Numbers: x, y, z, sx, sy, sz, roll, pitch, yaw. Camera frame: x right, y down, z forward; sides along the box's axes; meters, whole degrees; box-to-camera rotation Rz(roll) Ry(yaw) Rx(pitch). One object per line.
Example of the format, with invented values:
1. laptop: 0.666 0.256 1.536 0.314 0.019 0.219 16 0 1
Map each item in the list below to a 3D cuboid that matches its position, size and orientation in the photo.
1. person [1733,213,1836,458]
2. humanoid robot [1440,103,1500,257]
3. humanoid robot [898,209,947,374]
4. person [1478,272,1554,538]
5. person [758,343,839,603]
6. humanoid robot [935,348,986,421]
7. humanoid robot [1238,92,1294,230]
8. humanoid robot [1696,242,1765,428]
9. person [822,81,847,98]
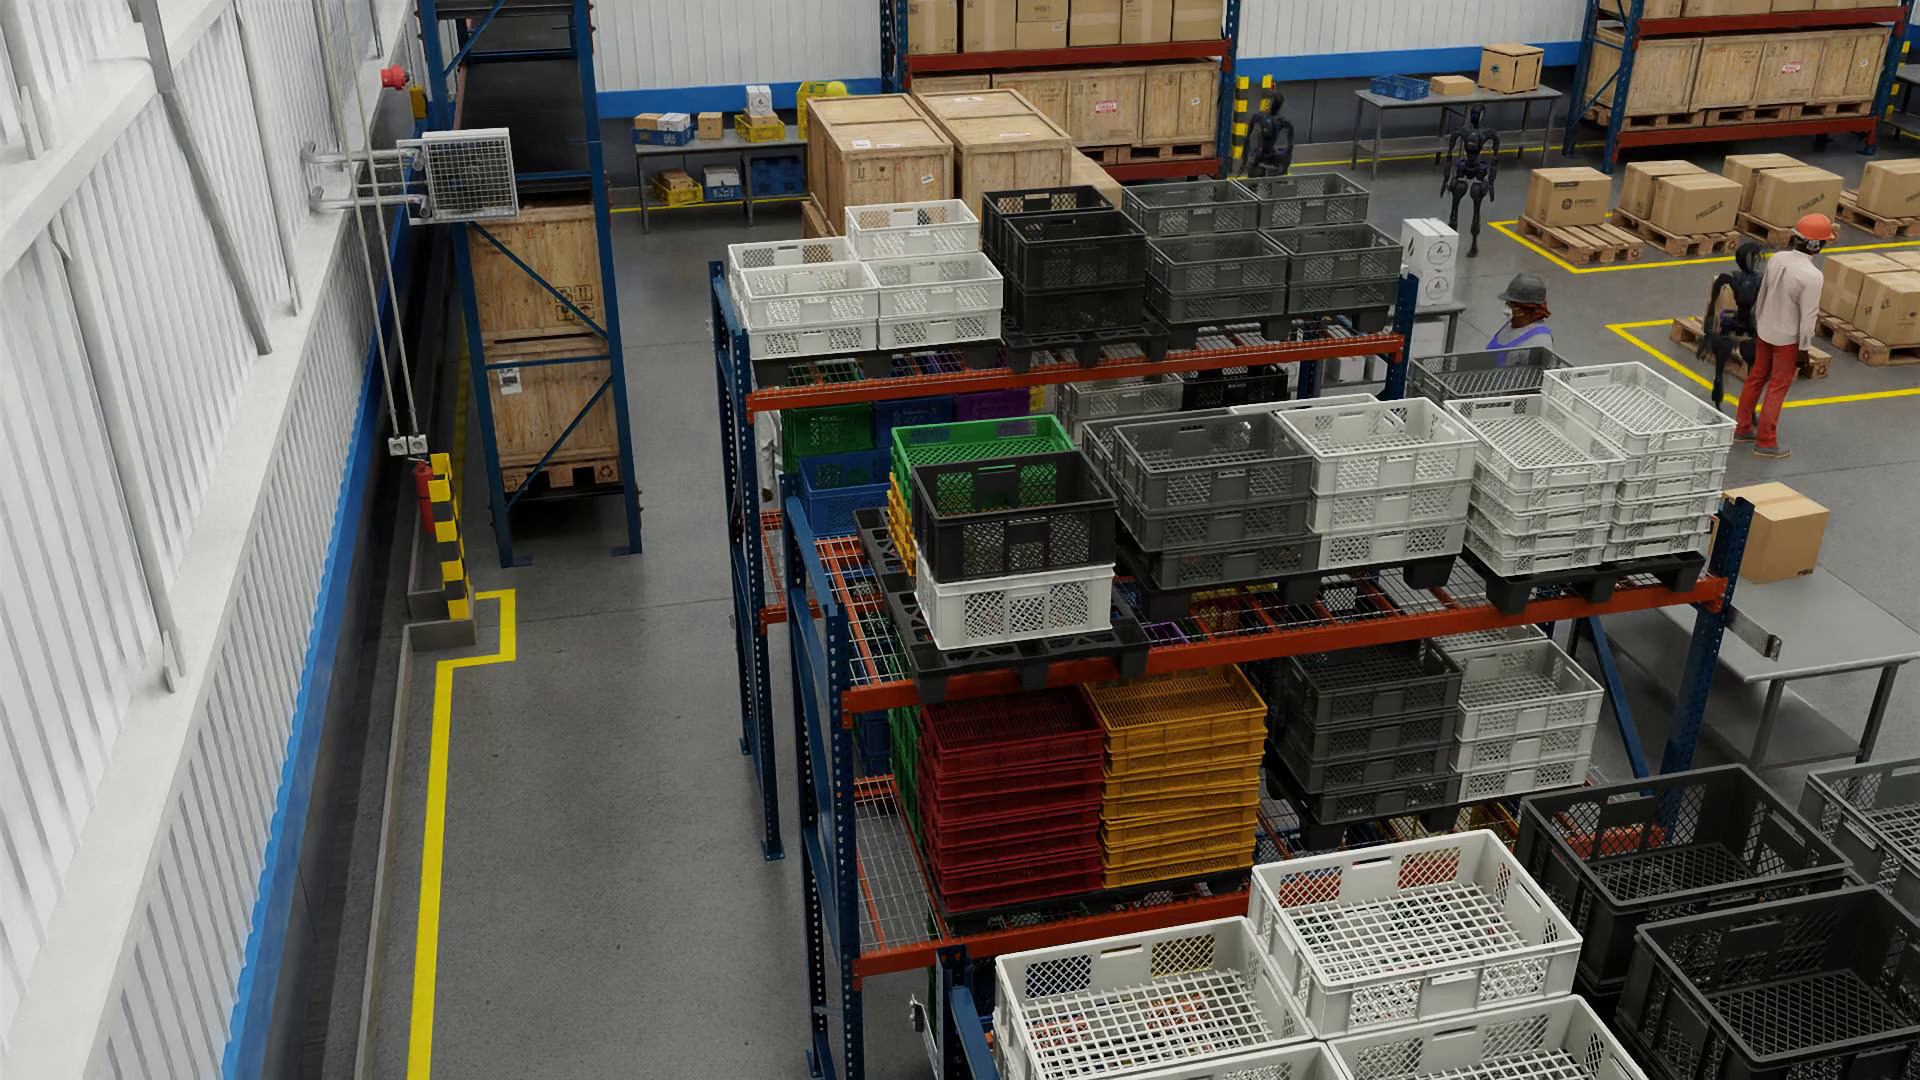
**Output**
1. person: 6.599 -1.637 13.303 0.394 1.991 0.621 -6 28 -11
2. humanoid robot: 5.480 -3.871 17.878 0.578 1.650 0.339 13 31 23
3. humanoid robot: -0.330 -2.057 14.425 0.612 1.657 0.320 -14 31 -24
4. person: 3.893 -0.941 11.933 0.537 2.000 0.677 1 28 2
5. person: -1.044 -0.410 11.090 0.582 1.883 0.348 -4 28 -7
6. humanoid robot: -0.005 -1.033 12.480 0.331 1.657 0.600 -21 34 -34
7. humanoid robot: 3.352 -4.131 18.394 0.642 1.643 0.342 15 31 26
8. humanoid robot: 6.479 -1.675 13.730 0.684 1.620 0.388 11 30 20
9. person: -1.197 -3.991 17.871 0.671 1.896 0.625 -12 30 -22
